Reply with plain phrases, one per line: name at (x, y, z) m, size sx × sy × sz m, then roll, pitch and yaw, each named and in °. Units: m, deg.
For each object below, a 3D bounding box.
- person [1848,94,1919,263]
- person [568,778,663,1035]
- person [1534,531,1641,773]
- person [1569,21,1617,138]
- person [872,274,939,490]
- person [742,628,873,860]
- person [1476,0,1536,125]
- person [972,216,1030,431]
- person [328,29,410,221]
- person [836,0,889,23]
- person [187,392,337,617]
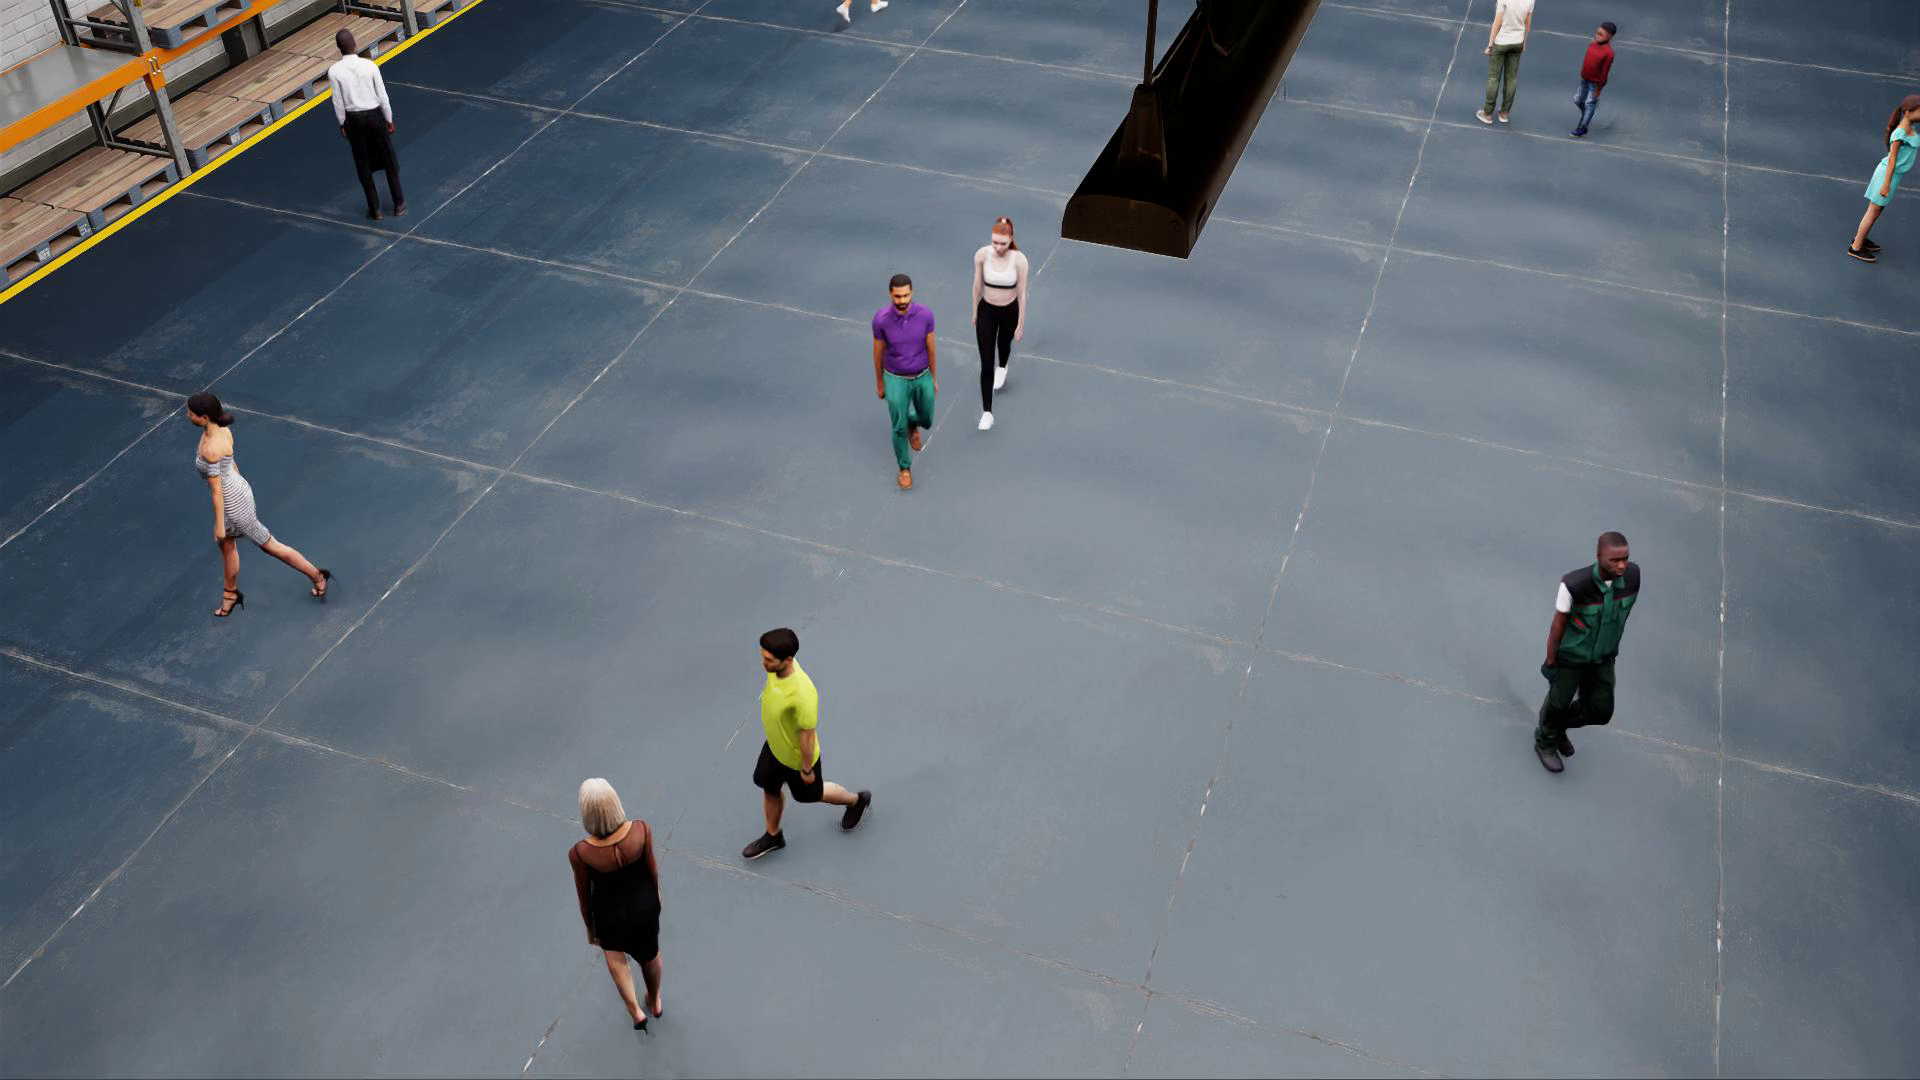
person at (8.530, -3.344, 15.275) m, size 0.662 × 1.558 × 0.557 m, roll 23°, pitch 44°, yaw 26°
person at (-1.686, 1.960, 8.498) m, size 0.775 × 1.728 × 0.838 m, roll -13°, pitch 40°, yaw -16°
person at (3.733, 0.622, 10.093) m, size 0.848 × 1.828 × 0.884 m, roll -8°, pitch 39°, yaw -10°
person at (6.675, -4.827, 17.385) m, size 0.713 × 1.243 × 0.652 m, roll -13°, pitch 41°, yaw -16°
person at (-0.411, -1.258, 12.504) m, size 0.881 × 1.756 × 0.988 m, roll -7°, pitch 39°, yaw -9°
person at (-0.895, 1.142, 9.560) m, size 1.145 × 1.681 × 1.007 m, roll -24°, pitch 44°, yaw -27°
person at (5.776, -5.224, 17.554) m, size 0.664 × 1.653 × 0.668 m, roll -4°, pitch 39°, yaw -5°
person at (0.341, -1.810, 13.251) m, size 0.767 × 1.688 × 1.270 m, roll 7°, pitch 39°, yaw 8°
person at (-5.647, -3.943, 15.805) m, size 0.721 × 1.834 × 0.751 m, roll -12°, pitch 40°, yaw -14°
person at (-1.197, -7.037, 19.721) m, size 0.924 × 1.781 × 1.203 m, roll 32°, pitch 48°, yaw 34°
person at (-4.749, -0.217, 11.182) m, size 1.084 × 1.781 × 1.070 m, roll -12°, pitch 40°, yaw -15°
